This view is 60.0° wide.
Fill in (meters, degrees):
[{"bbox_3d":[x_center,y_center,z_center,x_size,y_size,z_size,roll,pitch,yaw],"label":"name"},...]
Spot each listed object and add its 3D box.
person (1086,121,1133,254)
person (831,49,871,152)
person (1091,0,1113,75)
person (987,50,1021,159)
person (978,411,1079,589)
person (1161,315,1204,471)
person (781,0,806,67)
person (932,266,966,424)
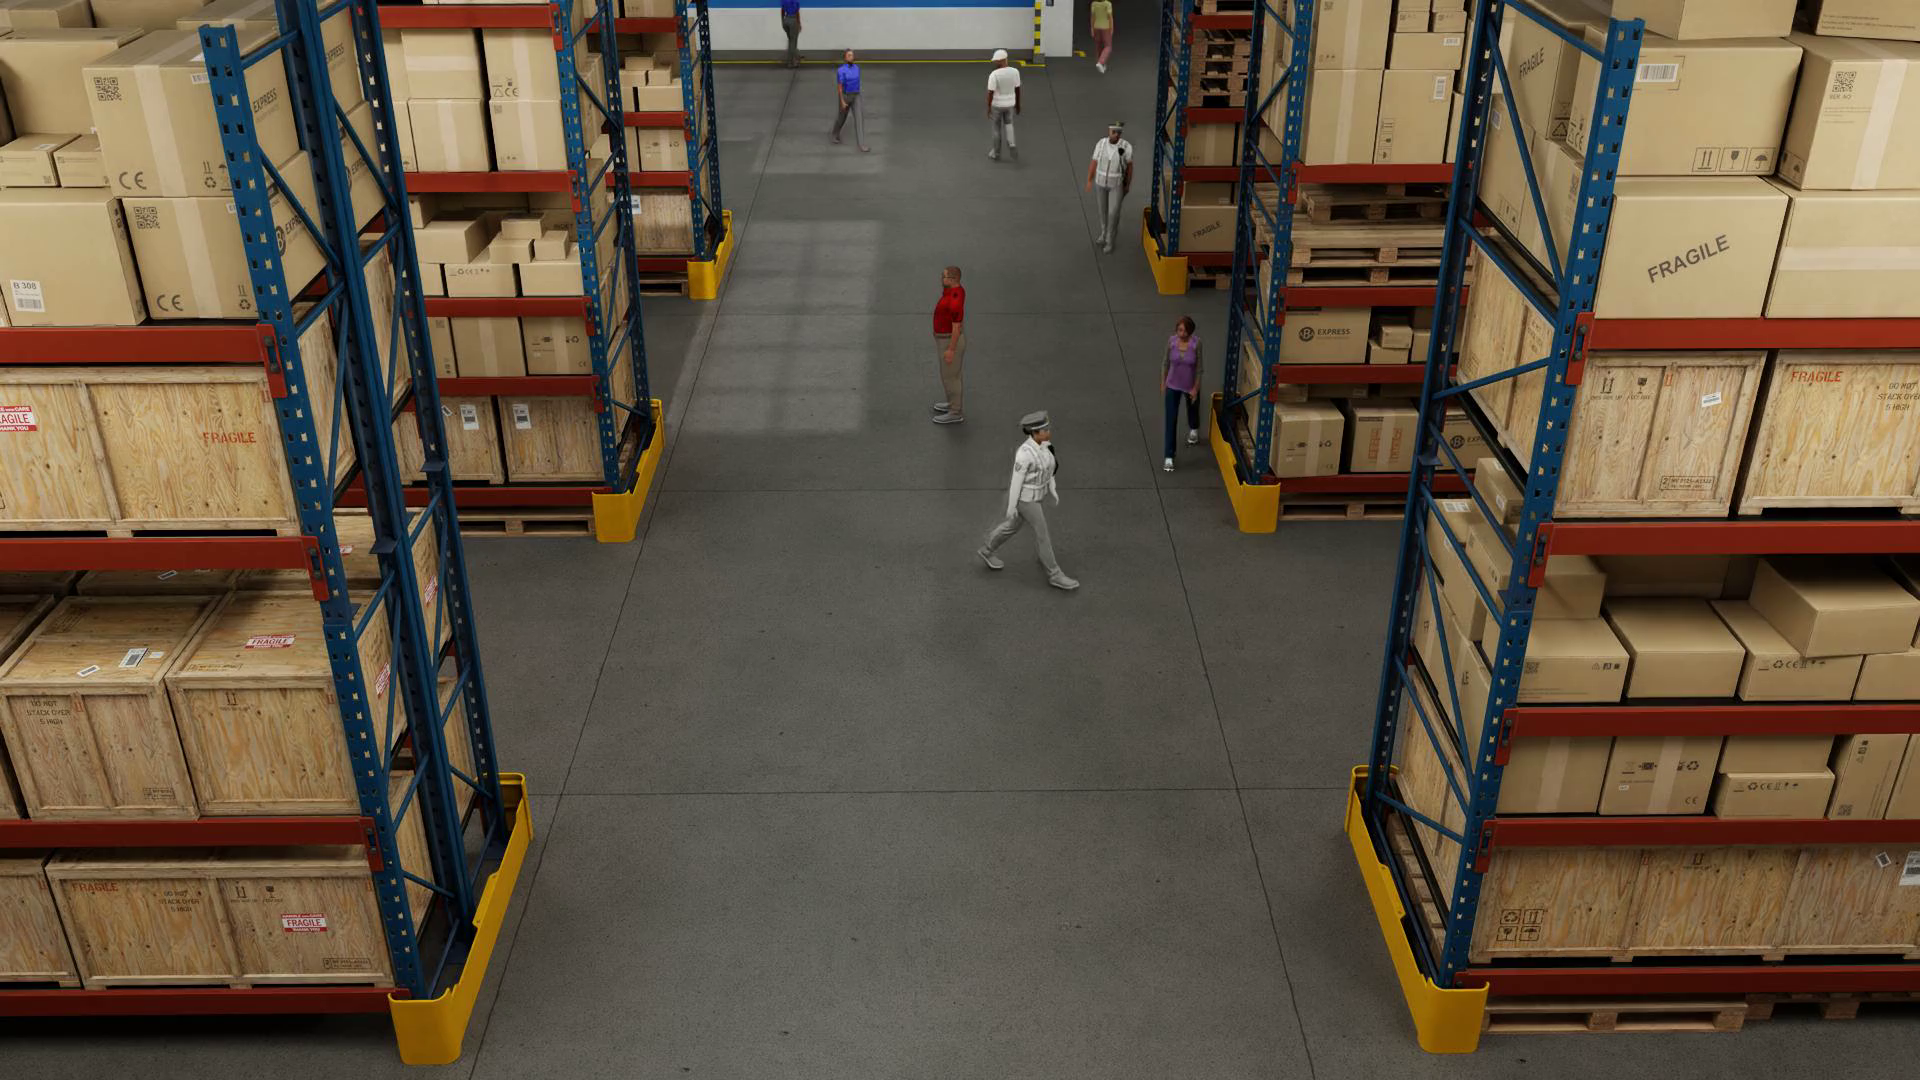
[{"bbox_3d":[2.047,-4.912,23.021,0.584,1.775,0.682,10,30,18],"label":"person"},{"bbox_3d":[-1.847,-7.364,27.736,0.470,1.607,0.998,-18,33,-30],"label":"person"},{"bbox_3d":[2.771,-9.976,32.545,0.457,1.671,0.724,15,32,25],"label":"person"},{"bbox_3d":[0.696,-7.064,27.020,0.600,1.765,0.625,-11,30,-20],"label":"person"},{"bbox_3d":[0.630,-0.412,14.774,1.025,1.630,0.505,11,30,20],"label":"person"},{"bbox_3d":[2.275,-1.584,17.054,0.426,1.576,0.889,5,29,9],"label":"person"},{"bbox_3d":[-3.269,-10.345,33.256,0.441,1.654,0.618,20,34,33],"label":"person"},{"bbox_3d":[-0.116,-2.118,17.886,0.366,1.730,0.526,1,28,3],"label":"person"}]
